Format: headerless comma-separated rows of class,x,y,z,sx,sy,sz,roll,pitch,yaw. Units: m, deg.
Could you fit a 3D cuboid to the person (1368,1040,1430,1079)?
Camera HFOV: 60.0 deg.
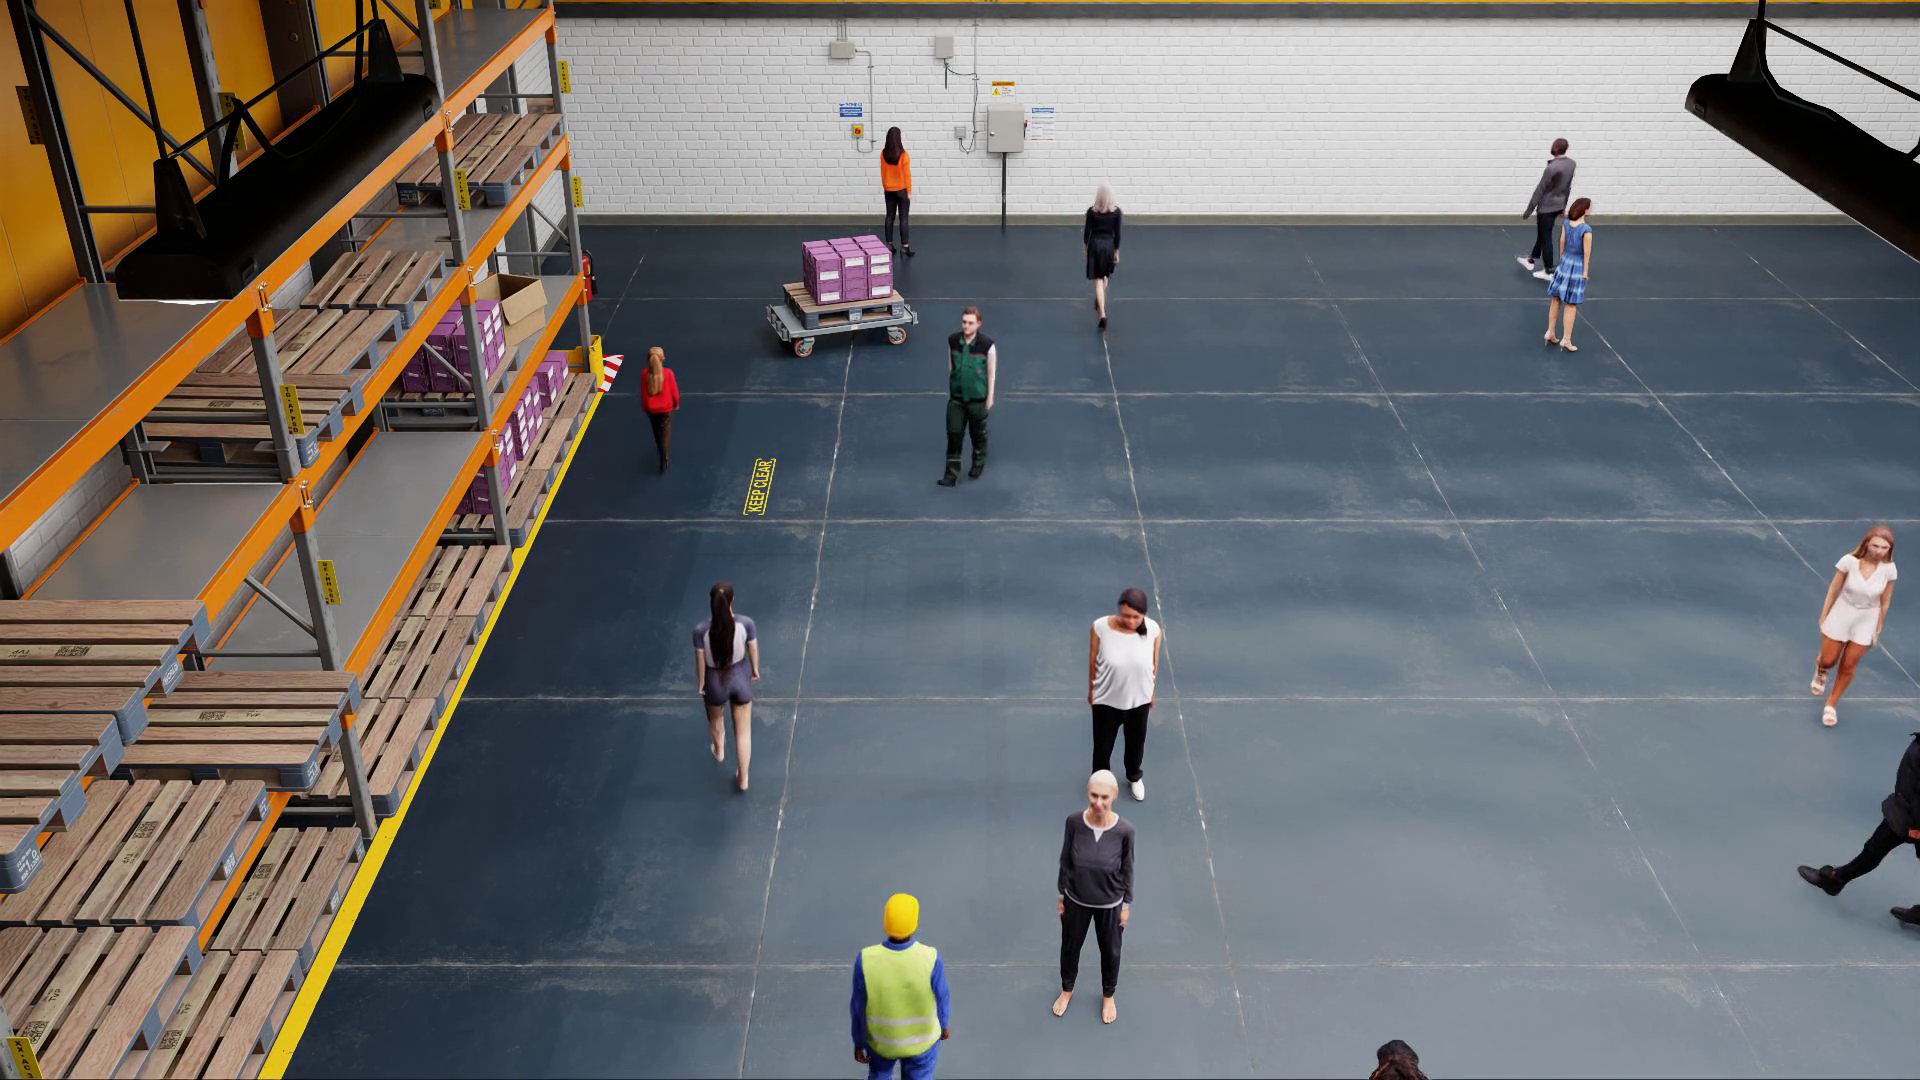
person,2.084,3.107,8.061,0.634,1.609,0.626,1,29,2

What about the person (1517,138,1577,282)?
person,7.594,-4.211,21.276,1.003,1.801,1.074,-22,35,-34

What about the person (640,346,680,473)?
person,-2.982,-1.280,16.467,0.516,1.261,0.819,1,29,1

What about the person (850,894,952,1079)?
person,-0.316,2.648,8.703,0.672,1.801,0.640,1,29,2

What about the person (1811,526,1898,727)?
person,6.767,0.592,12.598,0.731,1.680,0.848,12,31,21

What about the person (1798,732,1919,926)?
person,6.112,1.735,10.454,1.133,1.727,1.104,23,36,36

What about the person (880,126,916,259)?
person,-0.842,-4.627,22.094,0.708,1.749,0.731,18,33,29

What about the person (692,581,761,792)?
person,-1.630,1.072,11.772,0.707,1.629,0.884,-6,29,-11

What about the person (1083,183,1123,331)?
person,1.688,-3.344,19.799,0.636,1.694,1.162,-2,29,-4

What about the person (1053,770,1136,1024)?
person,0.794,2.085,9.815,0.641,1.724,0.586,6,29,10

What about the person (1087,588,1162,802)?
person,1.152,1.073,11.704,0.640,1.692,0.585,0,29,-1

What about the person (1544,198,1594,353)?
person,7.054,-3.067,19.175,0.806,1.806,0.658,-12,31,-21

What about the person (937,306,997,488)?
person,0.128,-1.432,16.171,0.891,1.812,1.095,10,30,18
